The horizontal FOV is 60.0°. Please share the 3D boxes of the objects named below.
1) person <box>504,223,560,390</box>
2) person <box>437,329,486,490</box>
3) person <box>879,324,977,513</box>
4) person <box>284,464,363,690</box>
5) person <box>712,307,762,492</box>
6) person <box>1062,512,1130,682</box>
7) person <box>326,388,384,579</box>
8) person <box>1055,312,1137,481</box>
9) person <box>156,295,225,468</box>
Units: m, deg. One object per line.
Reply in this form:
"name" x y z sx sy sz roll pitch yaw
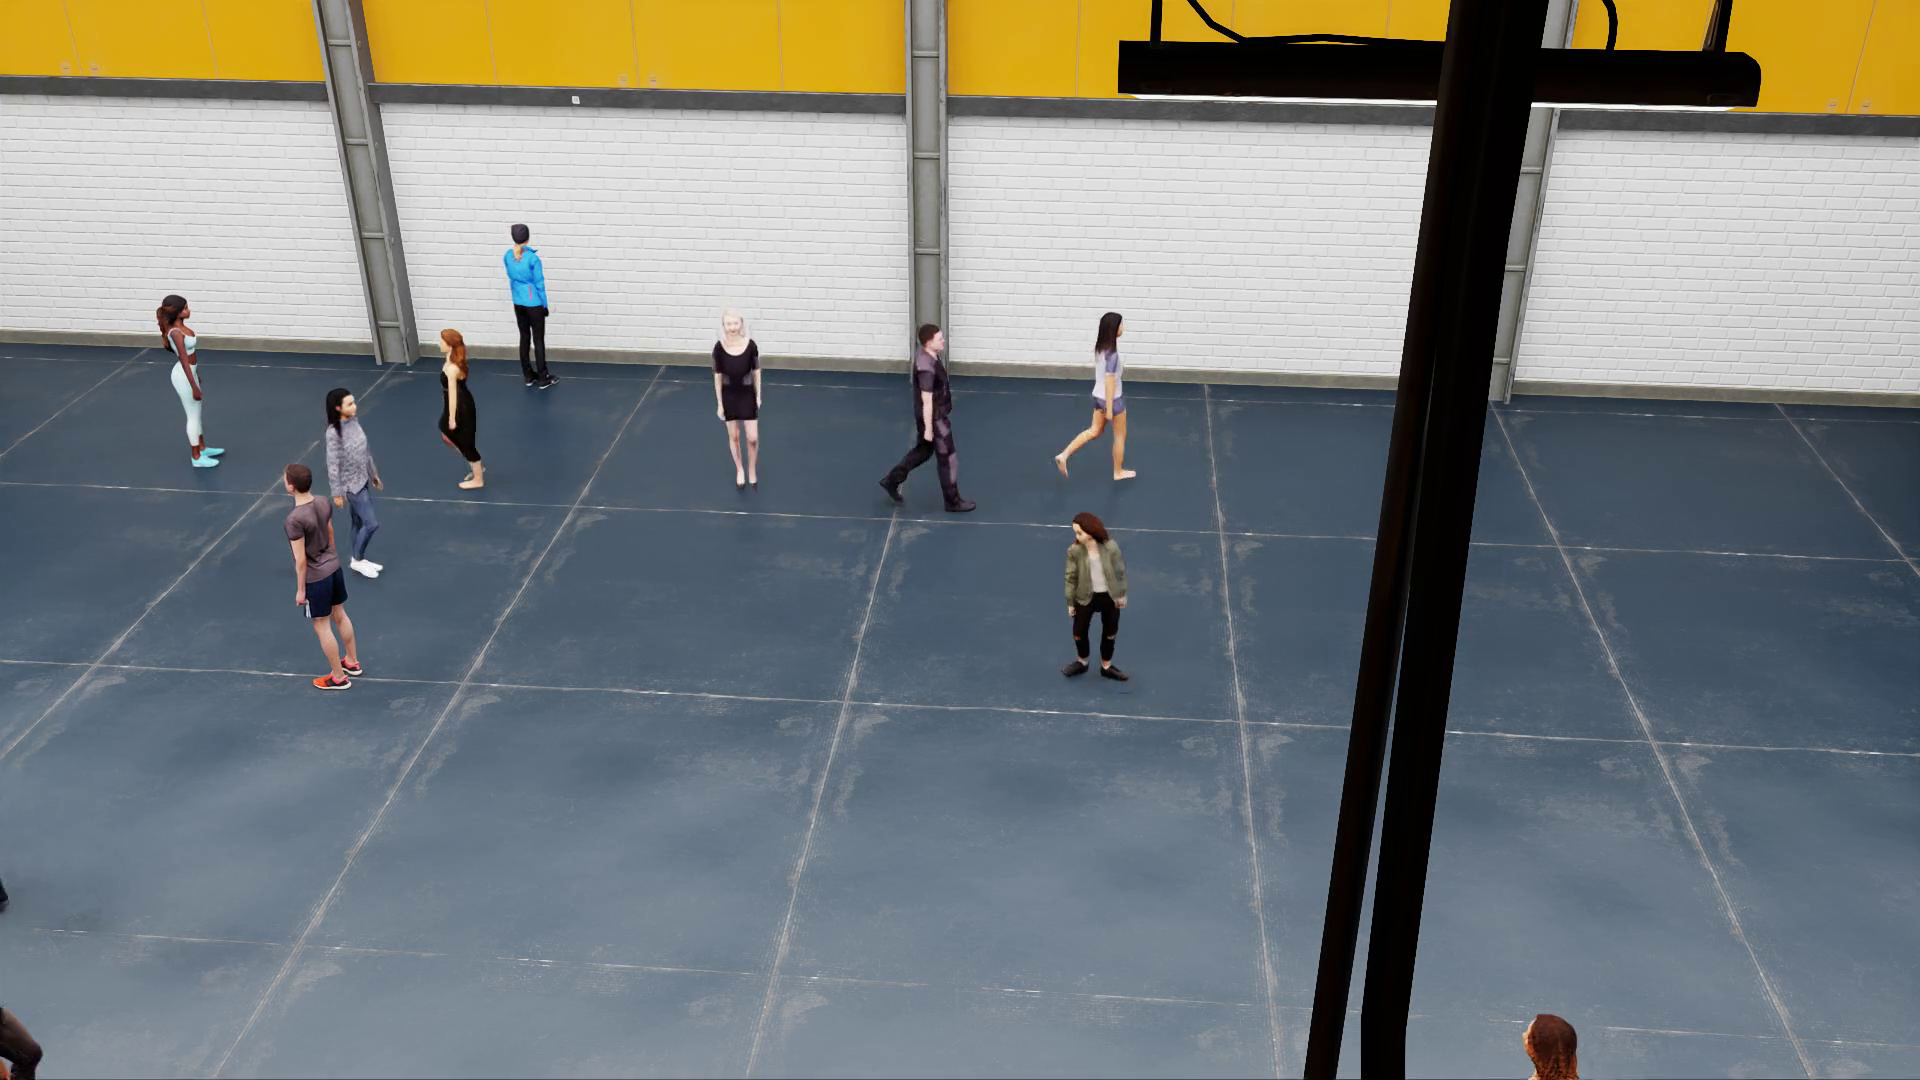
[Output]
"person" -4.587 -2.488 17.663 0.593 1.796 0.740 13 31 23
"person" -4.575 -1.216 15.519 0.691 1.616 0.674 -5 29 -10
"person" -0.339 -1.098 15.089 1.176 1.820 0.831 -2 29 -3
"person" -4.831 0.272 12.544 0.586 1.852 0.687 7 29 12
"person" -2.083 -1.331 15.523 0.646 1.814 0.714 -4 29 -7
"person" 1.088 0.438 12.655 0.431 1.454 0.736 -4 29 -8
"person" -5.214 -0.485 14.070 0.580 1.720 0.601 2 29 4
"person" 1.298 -1.293 15.566 1.116 1.706 0.832 -7 29 -13
"person" -7.430 -1.536 15.992 0.657 1.725 0.644 -10 30 -18
